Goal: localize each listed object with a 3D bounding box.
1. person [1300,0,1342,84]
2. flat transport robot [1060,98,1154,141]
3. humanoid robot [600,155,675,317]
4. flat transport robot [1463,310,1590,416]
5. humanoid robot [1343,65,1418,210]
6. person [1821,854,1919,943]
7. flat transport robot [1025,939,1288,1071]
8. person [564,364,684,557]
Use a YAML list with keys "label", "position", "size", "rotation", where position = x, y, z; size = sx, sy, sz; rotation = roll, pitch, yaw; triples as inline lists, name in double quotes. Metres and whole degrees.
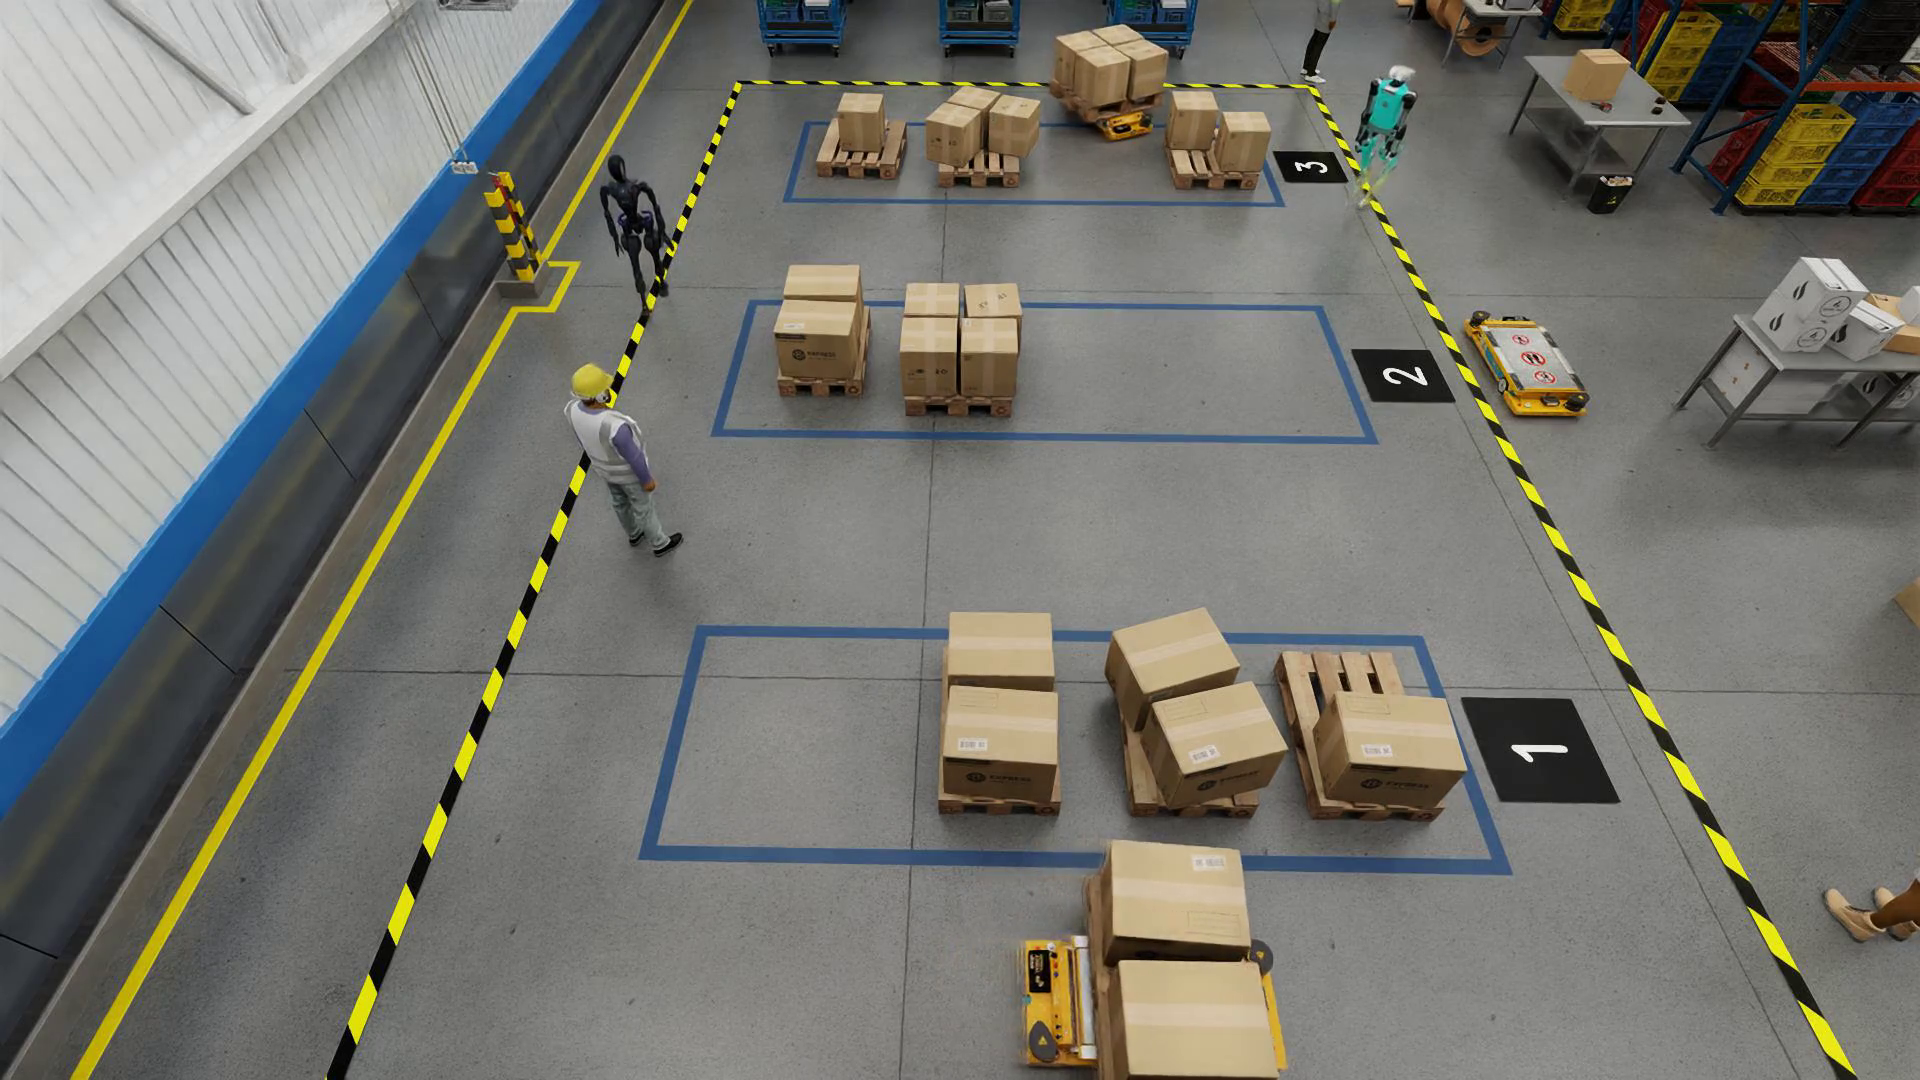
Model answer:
- label: "person"
  position: [5.238, -7.491, 12.970]
  size: [0.365, 1.852, 0.590]
  rotation: [2, 49, 1]
- label: "flat transport robot"
  position: [2.015, -5.990, 12.699]
  size: [0.652, 0.197, 1.431]
  rotation: [-21, 52, -17]
- label: "humanoid robot"
  position: [-3.234, -3.074, 9.283]
  size: [0.594, 1.631, 0.757]
  rotation: [-7, 50, -6]
- label: "flat transport robot"
  position: [5.573, -1.757, 9.054]
  size: [0.659, 0.231, 1.431]
  rotation: [1, 49, 1]
- label: "humanoid robot"
  position: [4.902, -4.579, 10.570]
  size: [0.825, 1.833, 0.553]
  rotation: [-34, 57, -26]
- label: "person"
  position: [5.581, 1.679, 4.906]
  size: [0.604, 2.047, 0.368]
  rotation: [1, 49, 1]
- label: "flat transport robot"
  position: [1.098, 2.633, 5.236]
  size: [1.431, 0.197, 0.652]
  rotation: [1, 49, 1]
- label: "person"
  position: [-2.573, -0.578, 6.998]
  size: [0.585, 1.835, 0.404]
  rotation: [24, 53, 19]
